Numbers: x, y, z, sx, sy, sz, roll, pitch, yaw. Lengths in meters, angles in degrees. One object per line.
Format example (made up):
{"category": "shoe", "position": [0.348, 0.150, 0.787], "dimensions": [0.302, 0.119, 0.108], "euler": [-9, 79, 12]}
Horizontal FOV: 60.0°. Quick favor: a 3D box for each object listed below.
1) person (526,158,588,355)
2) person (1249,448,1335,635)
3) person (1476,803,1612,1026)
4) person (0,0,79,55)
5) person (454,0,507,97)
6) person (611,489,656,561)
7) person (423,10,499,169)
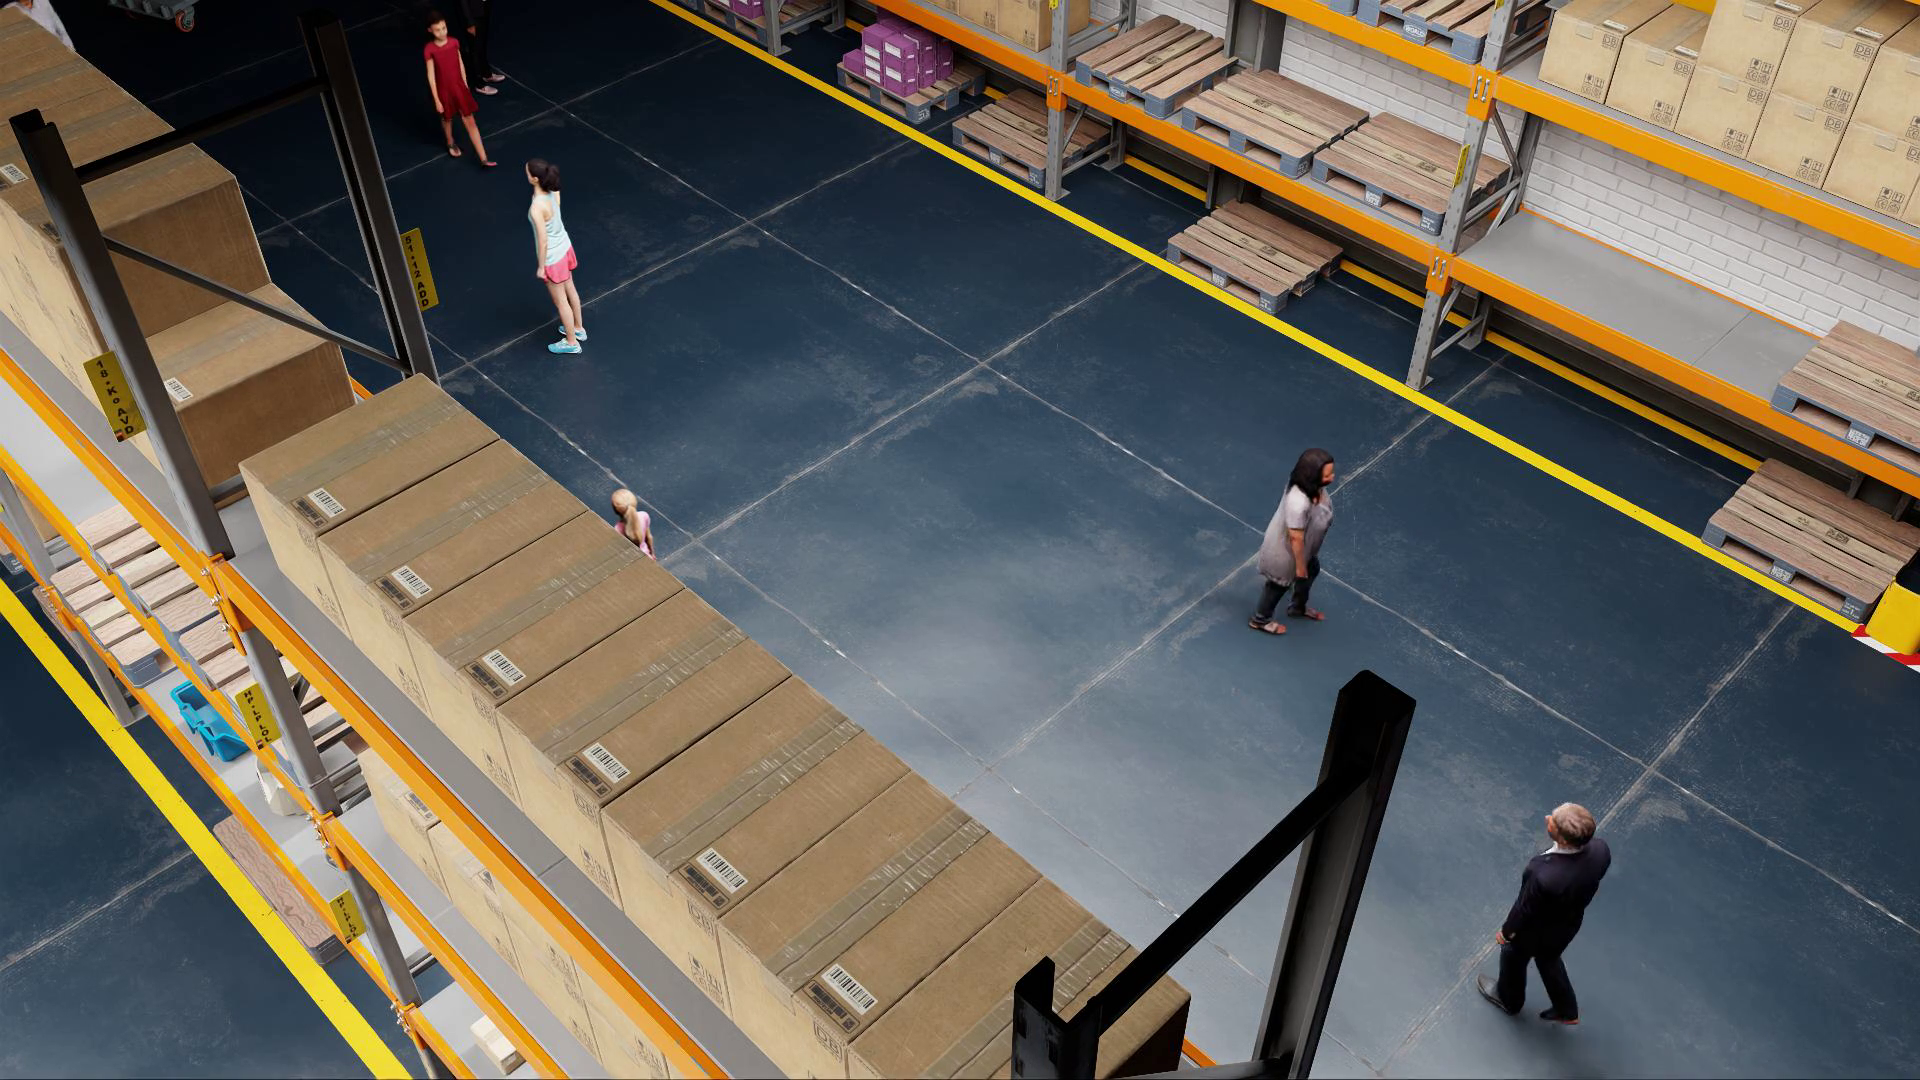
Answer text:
{"category": "person", "position": [-3.253, -2.281, 13.319], "dimensions": [0.744, 1.765, 0.699], "euler": [7, 44, 8]}
{"category": "person", "position": [2.140, -0.002, 11.055], "dimensions": [0.866, 1.588, 0.794], "euler": [12, 45, 12]}
{"category": "person", "position": [3.131, 2.049, 8.750], "dimensions": [0.765, 1.798, 0.877], "euler": [-22, 48, -22]}
{"category": "person", "position": [-8.632, -4.517, 15.637], "dimensions": [0.930, 1.804, 0.780], "euler": [24, 49, 23]}
{"category": "person", "position": [-4.840, -5.241, 16.534], "dimensions": [0.825, 1.616, 0.774], "euler": [2, 44, 2]}
{"category": "person", "position": [-2.170, 0.161, 11.113], "dimensions": [0.466, 1.272, 0.487], "euler": [-34, 53, -31]}
{"category": "person", "position": [-4.804, -4.231, 15.552], "dimensions": [0.635, 1.508, 1.063], "euler": [-29, 51, -27]}
